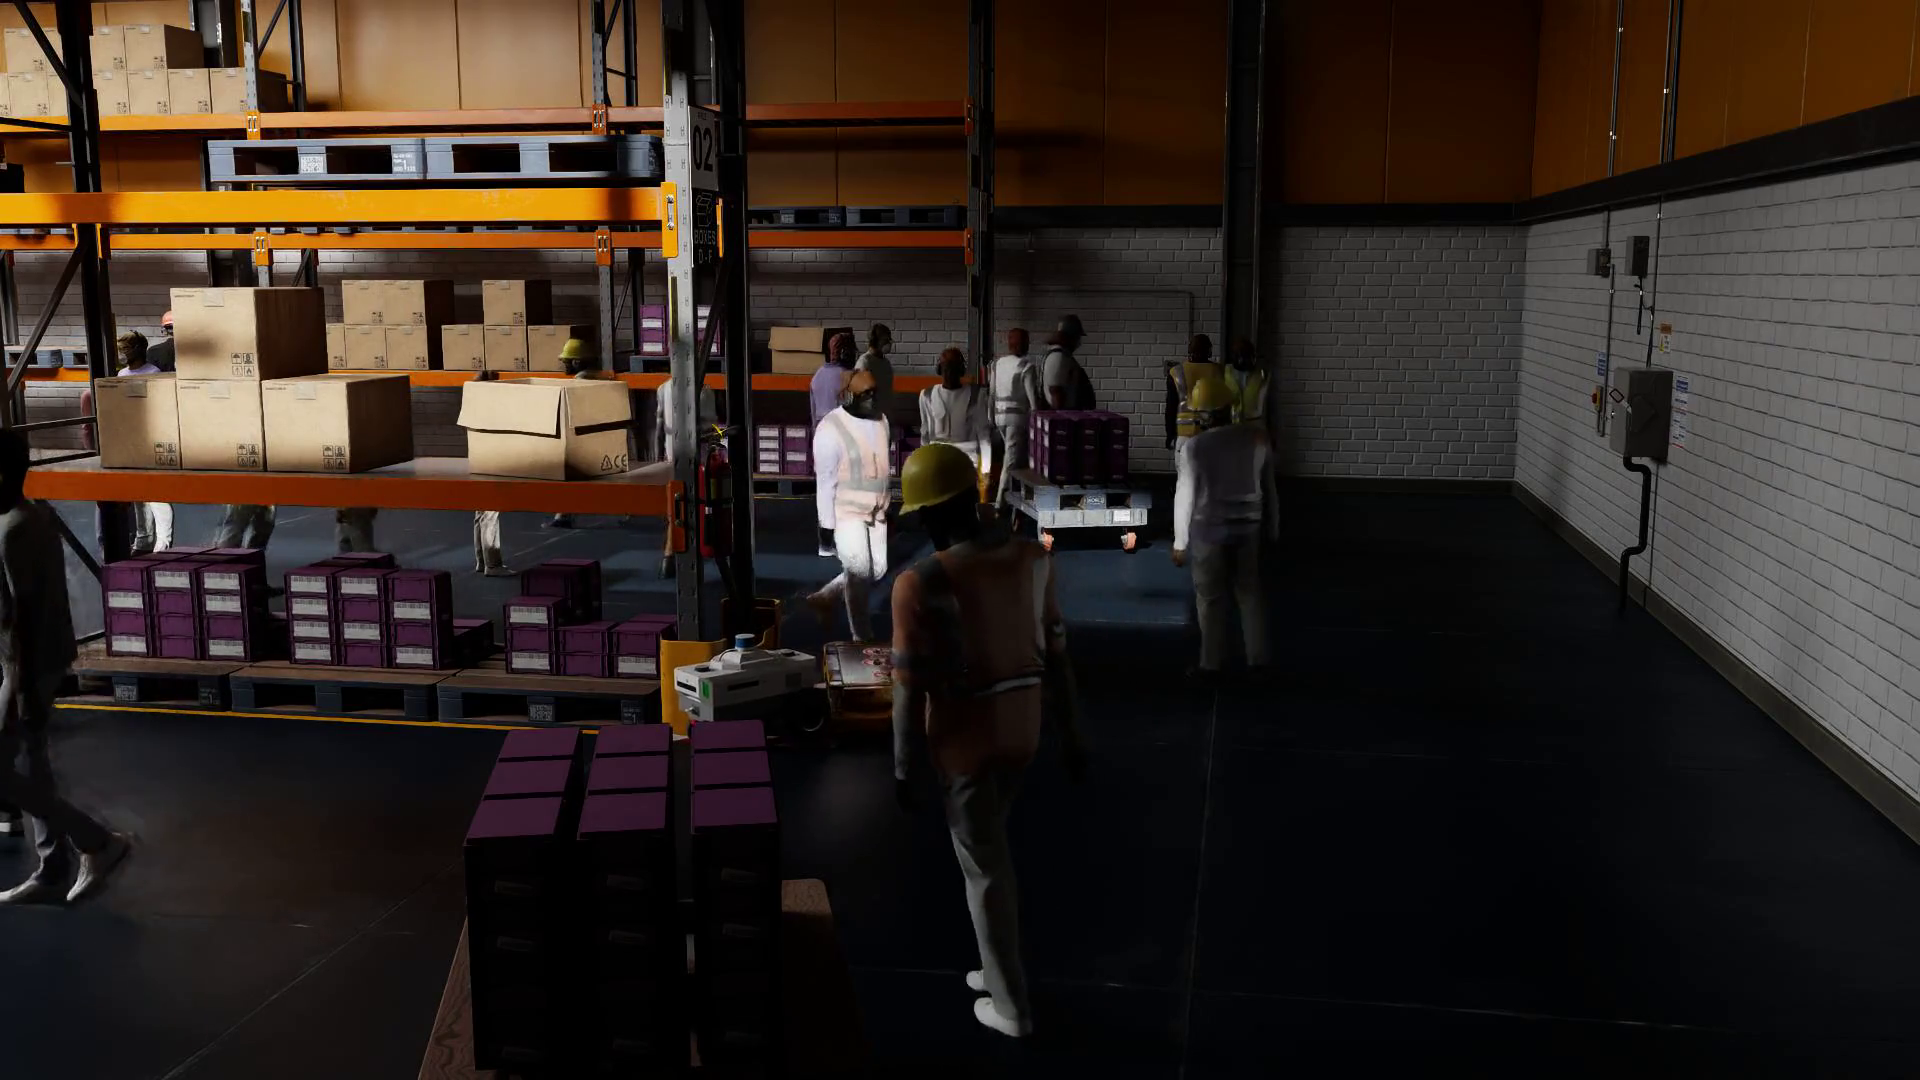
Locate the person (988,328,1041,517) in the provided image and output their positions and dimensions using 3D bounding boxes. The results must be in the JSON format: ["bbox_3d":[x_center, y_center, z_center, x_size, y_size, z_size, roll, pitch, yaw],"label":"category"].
[{"bbox_3d":[0.625,-1.167,16.508,0.852,1.848,0.596,-8,12,-40],"label":"person"}]

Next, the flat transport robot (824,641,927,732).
[{"bbox_3d":[-0.414,0.789,9.245,0.652,0.197,1.431,-2,9,-6],"label":"flat transport robot"}]

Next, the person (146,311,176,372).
[{"bbox_3d":[-8.451,-1.480,18.011,0.624,1.990,0.388,-6,11,-32],"label":"person"}]

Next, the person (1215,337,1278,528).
[{"bbox_3d":[2.569,-0.944,15.201,0.659,1.823,0.444,1,9,9],"label":"person"}]

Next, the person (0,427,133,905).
[{"bbox_3d":[-3.489,0.493,6.259,0.441,1.843,0.516,-3,10,-16],"label":"person"}]

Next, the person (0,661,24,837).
[{"bbox_3d":[-4.190,0.344,6.899,0.363,1.928,0.587,4,10,21],"label":"person"}]

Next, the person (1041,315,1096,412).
[{"bbox_3d":[1.033,-1.213,16.210,0.840,2.000,0.695,0,9,1],"label":"person"}]

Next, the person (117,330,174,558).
[{"bbox_3d":[-6.722,-0.752,13.666,0.631,1.940,0.372,6,11,34],"label":"person"}]

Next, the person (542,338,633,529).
[{"bbox_3d":[-3.478,-0.990,15.585,0.841,1.801,0.591,0,9,3],"label":"person"}]

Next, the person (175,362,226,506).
[{"bbox_3d":[-7.750,-1.299,17.163,0.730,1.919,0.432,3,10,18],"label":"person"}]

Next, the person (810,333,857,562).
[{"bbox_3d":[-0.976,-0.773,13.898,0.400,1.907,0.645,-6,11,-35],"label":"person"}]

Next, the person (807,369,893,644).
[{"bbox_3d":[-0.716,-0.179,10.480,0.624,1.819,0.647,6,11,34],"label":"person"}]

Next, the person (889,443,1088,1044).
[{"bbox_3d":[0.036,0.629,5.267,0.664,1.879,0.635,-6,11,-34],"label":"person"}]

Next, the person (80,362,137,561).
[{"bbox_3d":[-7.068,-0.713,13.966,0.320,1.766,0.523,7,12,38],"label":"person"}]

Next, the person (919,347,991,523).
[{"bbox_3d":[-0.030,-0.616,13.174,0.584,1.847,1.003,1,9,9],"label":"person"}]

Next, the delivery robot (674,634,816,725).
[{"bbox_3d":[-1.096,0.723,8.502,0.707,0.478,0.477,-7,12,-39],"label":"delivery robot"}]

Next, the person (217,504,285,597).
[{"bbox_3d":[-5.207,-0.476,12.100,0.436,1.894,0.795,1,9,8],"label":"person"}]

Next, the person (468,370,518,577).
[{"bbox_3d":[-3.737,-0.528,13.200,0.308,1.641,0.517,-5,10,-28],"label":"person"}]

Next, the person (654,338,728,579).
[{"bbox_3d":[-2.095,-0.669,13.284,0.570,1.887,0.993,7,11,36],"label":"person"}]

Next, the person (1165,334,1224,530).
[{"bbox_3d":[2.202,-0.979,15.375,0.637,1.842,0.429,0,9,1],"label":"person"}]

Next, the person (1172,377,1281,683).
[{"bbox_3d":[1.573,-0.036,9.724,0.715,1.793,0.406,-2,9,-15],"label":"person"}]

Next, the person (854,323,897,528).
[{"bbox_3d":[-0.788,-1.045,15.486,0.352,1.936,0.635,3,10,17],"label":"person"}]

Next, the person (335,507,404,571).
[{"bbox_3d":[-4.110,-0.287,11.502,0.817,1.715,0.491,0,9,0],"label":"person"}]
